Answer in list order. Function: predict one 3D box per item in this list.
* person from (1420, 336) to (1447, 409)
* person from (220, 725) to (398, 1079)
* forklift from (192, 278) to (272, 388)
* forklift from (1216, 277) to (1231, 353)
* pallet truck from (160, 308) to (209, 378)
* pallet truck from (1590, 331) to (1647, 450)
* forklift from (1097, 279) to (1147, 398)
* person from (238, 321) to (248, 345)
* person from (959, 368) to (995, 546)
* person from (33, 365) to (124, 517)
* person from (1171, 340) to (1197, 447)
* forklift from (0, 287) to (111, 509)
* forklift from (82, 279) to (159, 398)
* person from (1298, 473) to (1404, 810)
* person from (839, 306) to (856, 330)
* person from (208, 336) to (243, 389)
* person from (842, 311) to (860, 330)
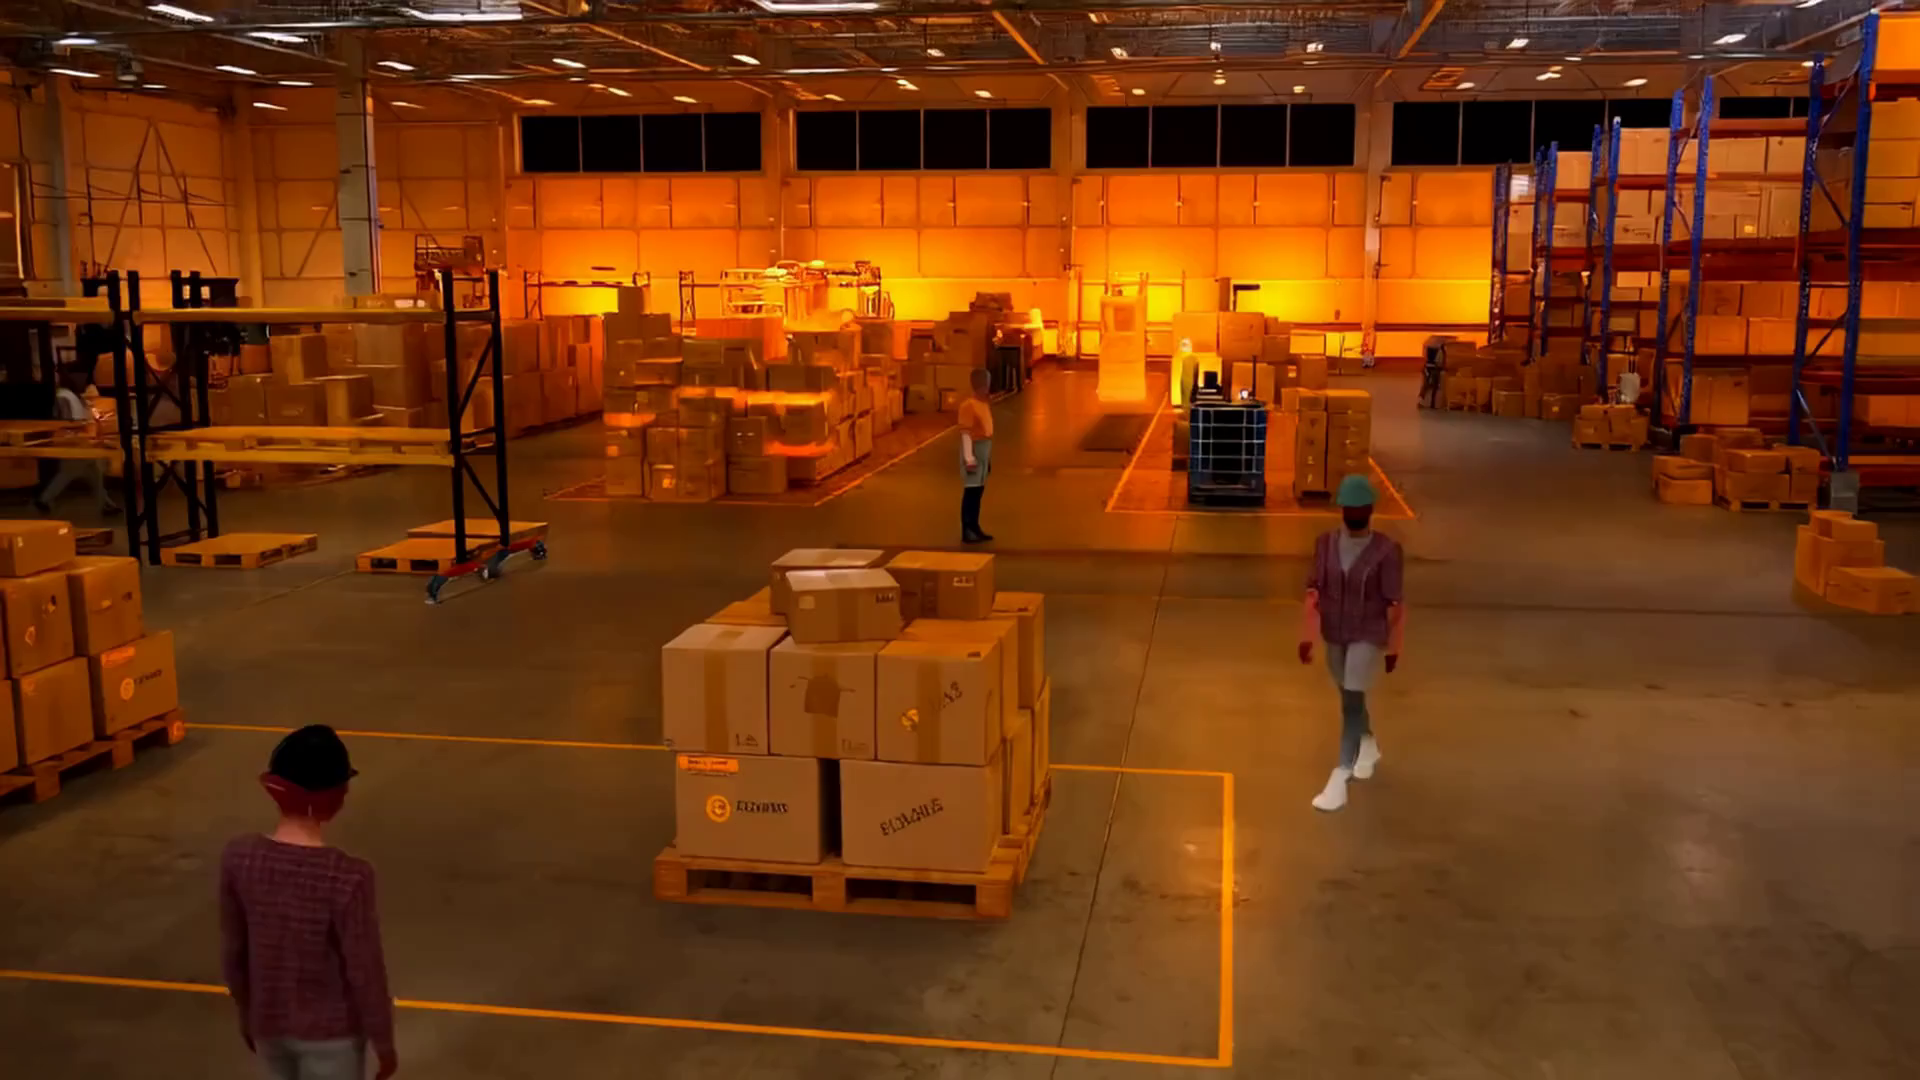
[{"bbox_3d":[10.350,-3.641,36.253,0.355,1.622,0.530,-6,11,-33],"label":"person"},{"bbox_3d":[-1.866,1.395,4.777,0.538,1.751,0.412,3,10,19],"label":"person"},{"bbox_3d":[-18.704,-5.313,42.681,1.873,2.768,1.129,-3,10,-17],"label":"forklift"},{"bbox_3d":[7.669,-6.238,48.387,1.873,2.768,1.129,1,9,9],"label":"forklift"},{"bbox_3d":[-21.869,-5.598,47.154,0.823,1.965,1.885,4,10,26],"label":"pallet truck"},{"bbox_3d":[11.253,-2.573,28.499,0.823,1.965,1.885,5,10,27],"label":"pallet truck"},{"bbox_3d":[3.918,-4.871,39.954,1.129,2.768,1.873,1,9,8],"label":"forklift"},{"bbox_3d":[-19.968,-5.260,46.200,0.516,1.635,0.312,4,10,26],"label":"person"},{"bbox_3d":[0.196,-0.921,18.409,0.366,1.962,0.614,4,10,21],"label":"person"},{"bbox_3d":[-10.974,-1.218,20.529,0.945,1.885,0.604,-2,9,-9],"label":"person"},{"bbox_3d":[3.841,-2.472,28.291,0.328,1.865,0.521,-3,10,-17],"label":"person"},{"bbox_3d":[-12.097,-1.815,21.107,1.129,2.768,1.873,8,12,40],"label":"forklift"},{"bbox_3d":[-20.071,-4.732,39.101,1.873,2.768,1.129,1,9,9],"label":"forklift"},{"bbox_3d":[2.302,0.538,9.655,0.540,1.900,0.998,8,12,40],"label":"person"},{"bbox_3d":[-3.474,-6.243,51.350,0.630,1.931,0.367,-8,12,-41],"label":"person"},{"bbox_3d":[-13.307,-2.773,30.198,0.579,1.858,0.830,-3,10,-20],"label":"person"},{"bbox_3d":[-2.969,-5.229,45.114,0.542,1.928,0.399,-6,11,-35],"label":"person"}]
